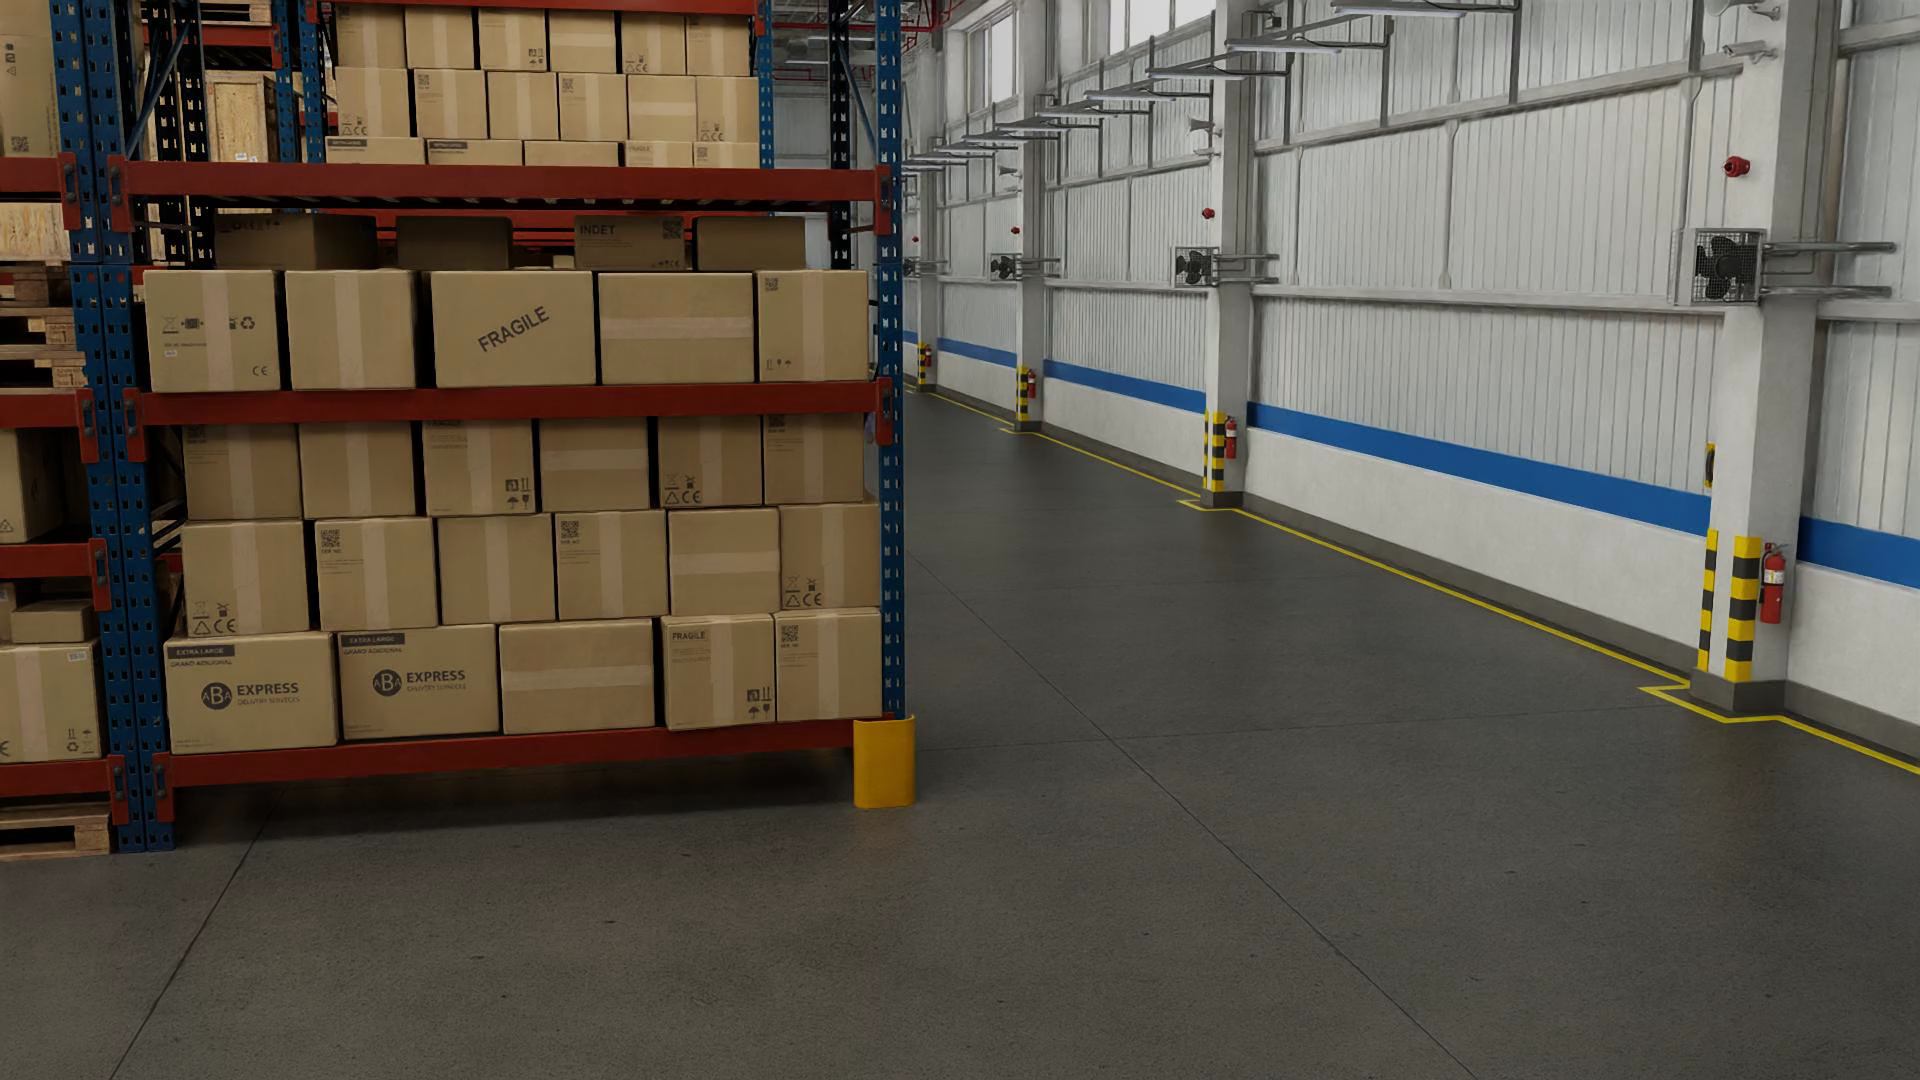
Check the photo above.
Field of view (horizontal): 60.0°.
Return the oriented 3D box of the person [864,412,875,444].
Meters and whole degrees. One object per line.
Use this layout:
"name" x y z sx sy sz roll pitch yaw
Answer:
"person" -1.400 -1.375 21.114 0.647 1.923 0.478 -2 9 -10
